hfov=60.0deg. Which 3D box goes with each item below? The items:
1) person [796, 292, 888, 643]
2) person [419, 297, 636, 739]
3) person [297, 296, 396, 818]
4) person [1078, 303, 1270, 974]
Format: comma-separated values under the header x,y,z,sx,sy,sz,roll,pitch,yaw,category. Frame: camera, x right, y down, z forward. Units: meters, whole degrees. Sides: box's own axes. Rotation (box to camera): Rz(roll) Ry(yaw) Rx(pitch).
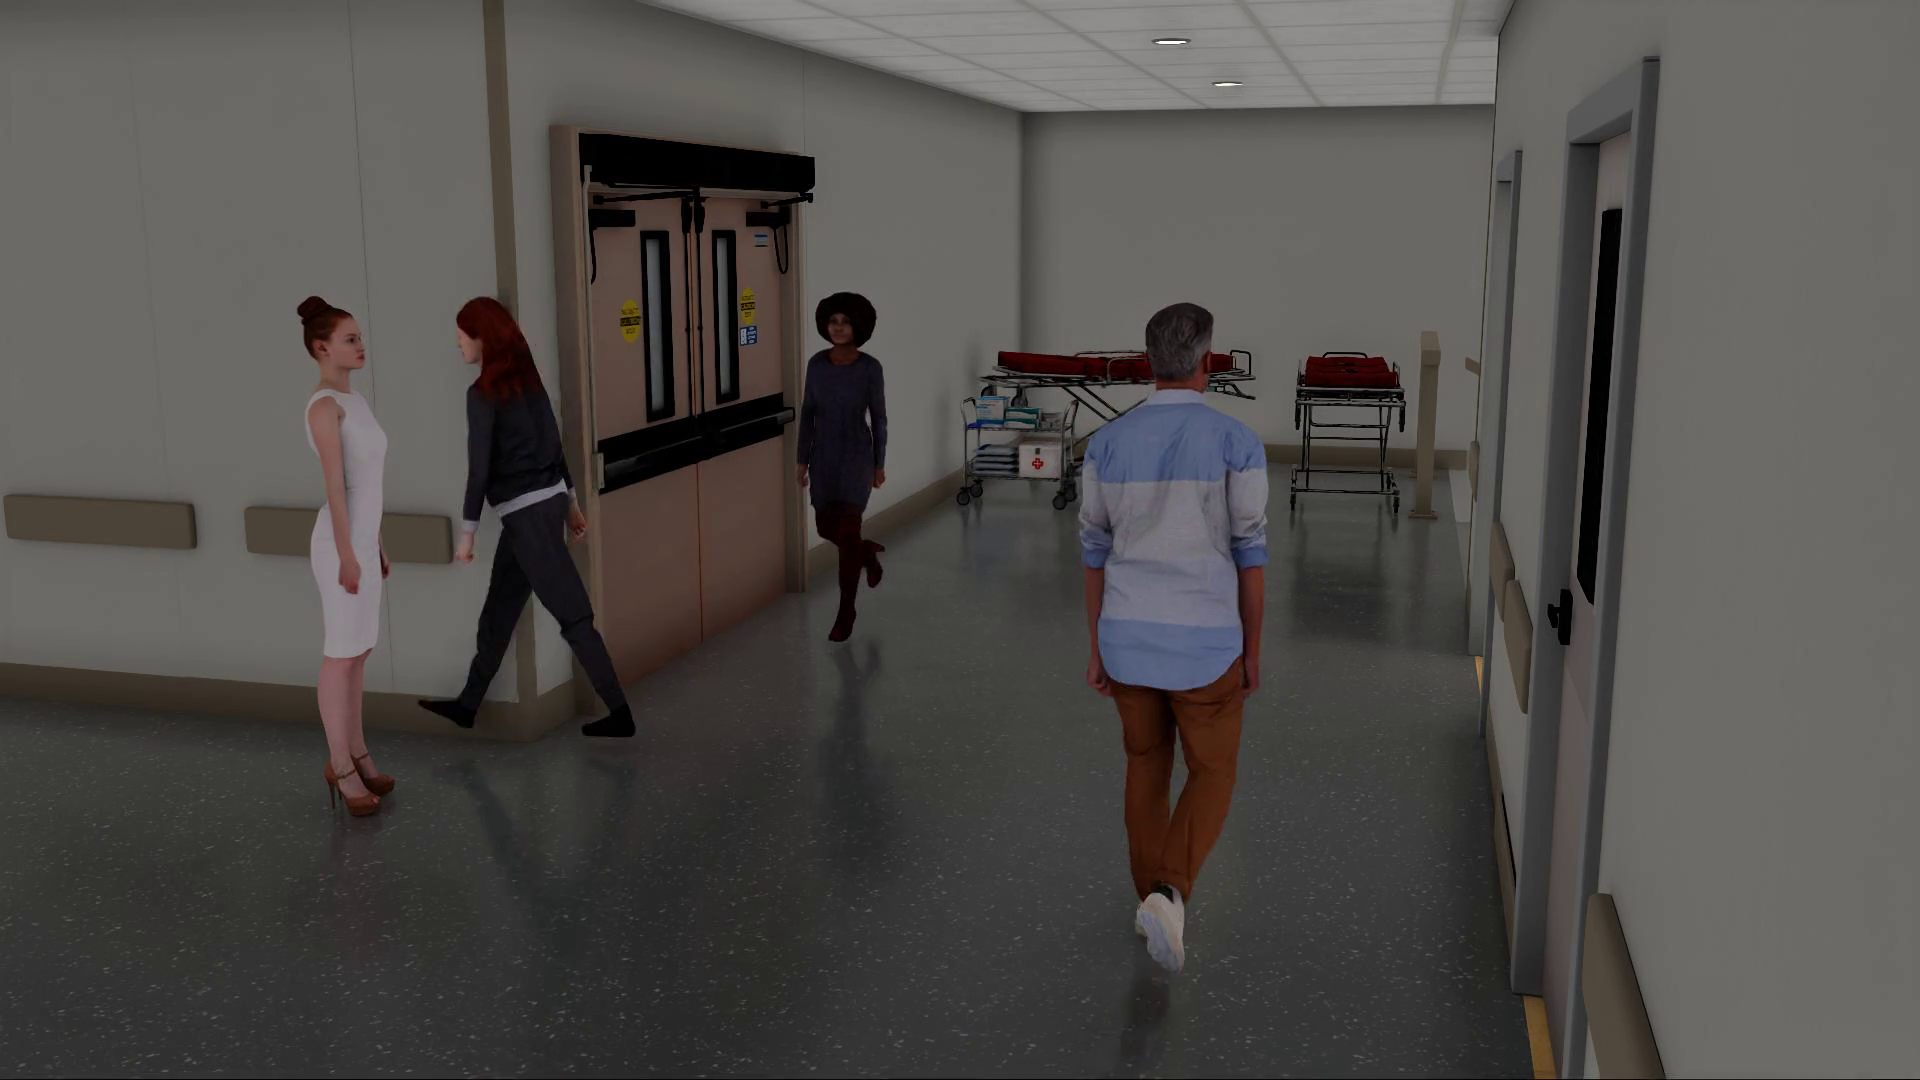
x,y,z,sx,sy,sz,roll,pitch,yaw,category
-0.559,-0.366,8.277,0.654,1.686,1.029,4,11,19,person
-1.559,-0.019,6.389,0.692,1.708,1.067,4,11,18,person
-2.127,0.057,5.764,0.681,1.792,0.522,-1,11,-4,person
0.553,0.288,4.503,0.785,1.808,1.014,5,12,24,person
